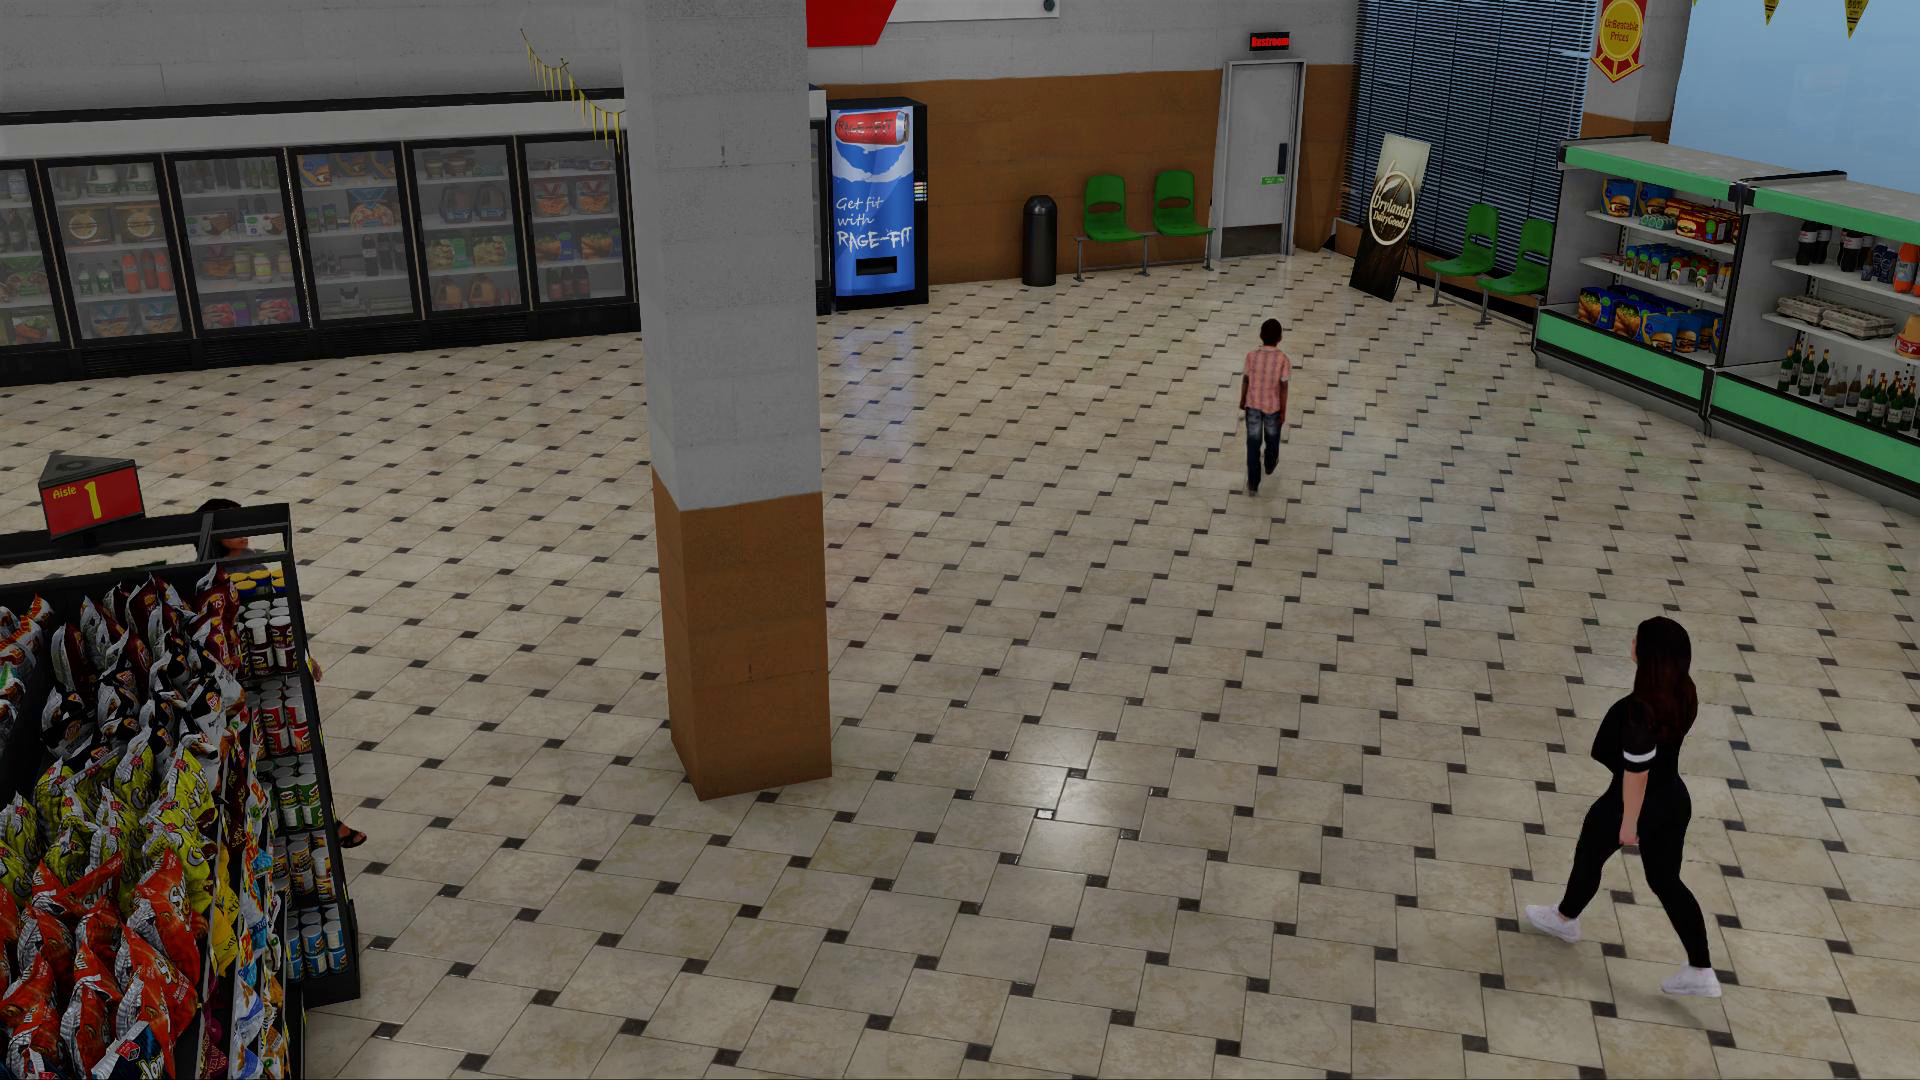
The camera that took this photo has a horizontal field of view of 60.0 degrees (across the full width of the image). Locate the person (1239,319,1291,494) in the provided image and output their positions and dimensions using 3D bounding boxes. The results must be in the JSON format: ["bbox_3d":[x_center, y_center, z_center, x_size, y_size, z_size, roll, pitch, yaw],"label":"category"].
[{"bbox_3d":[2.231,-0.966,12.282,0.799,1.277,0.933,5,22,12],"label":"person"}]

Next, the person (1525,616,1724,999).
[{"bbox_3d":[2.826,1.105,6.696,0.841,1.600,1.197,-16,27,-34],"label":"person"}]

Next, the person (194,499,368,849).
[{"bbox_3d":[-3.342,0.653,7.649,0.947,1.727,1.104,2,22,4],"label":"person"}]
